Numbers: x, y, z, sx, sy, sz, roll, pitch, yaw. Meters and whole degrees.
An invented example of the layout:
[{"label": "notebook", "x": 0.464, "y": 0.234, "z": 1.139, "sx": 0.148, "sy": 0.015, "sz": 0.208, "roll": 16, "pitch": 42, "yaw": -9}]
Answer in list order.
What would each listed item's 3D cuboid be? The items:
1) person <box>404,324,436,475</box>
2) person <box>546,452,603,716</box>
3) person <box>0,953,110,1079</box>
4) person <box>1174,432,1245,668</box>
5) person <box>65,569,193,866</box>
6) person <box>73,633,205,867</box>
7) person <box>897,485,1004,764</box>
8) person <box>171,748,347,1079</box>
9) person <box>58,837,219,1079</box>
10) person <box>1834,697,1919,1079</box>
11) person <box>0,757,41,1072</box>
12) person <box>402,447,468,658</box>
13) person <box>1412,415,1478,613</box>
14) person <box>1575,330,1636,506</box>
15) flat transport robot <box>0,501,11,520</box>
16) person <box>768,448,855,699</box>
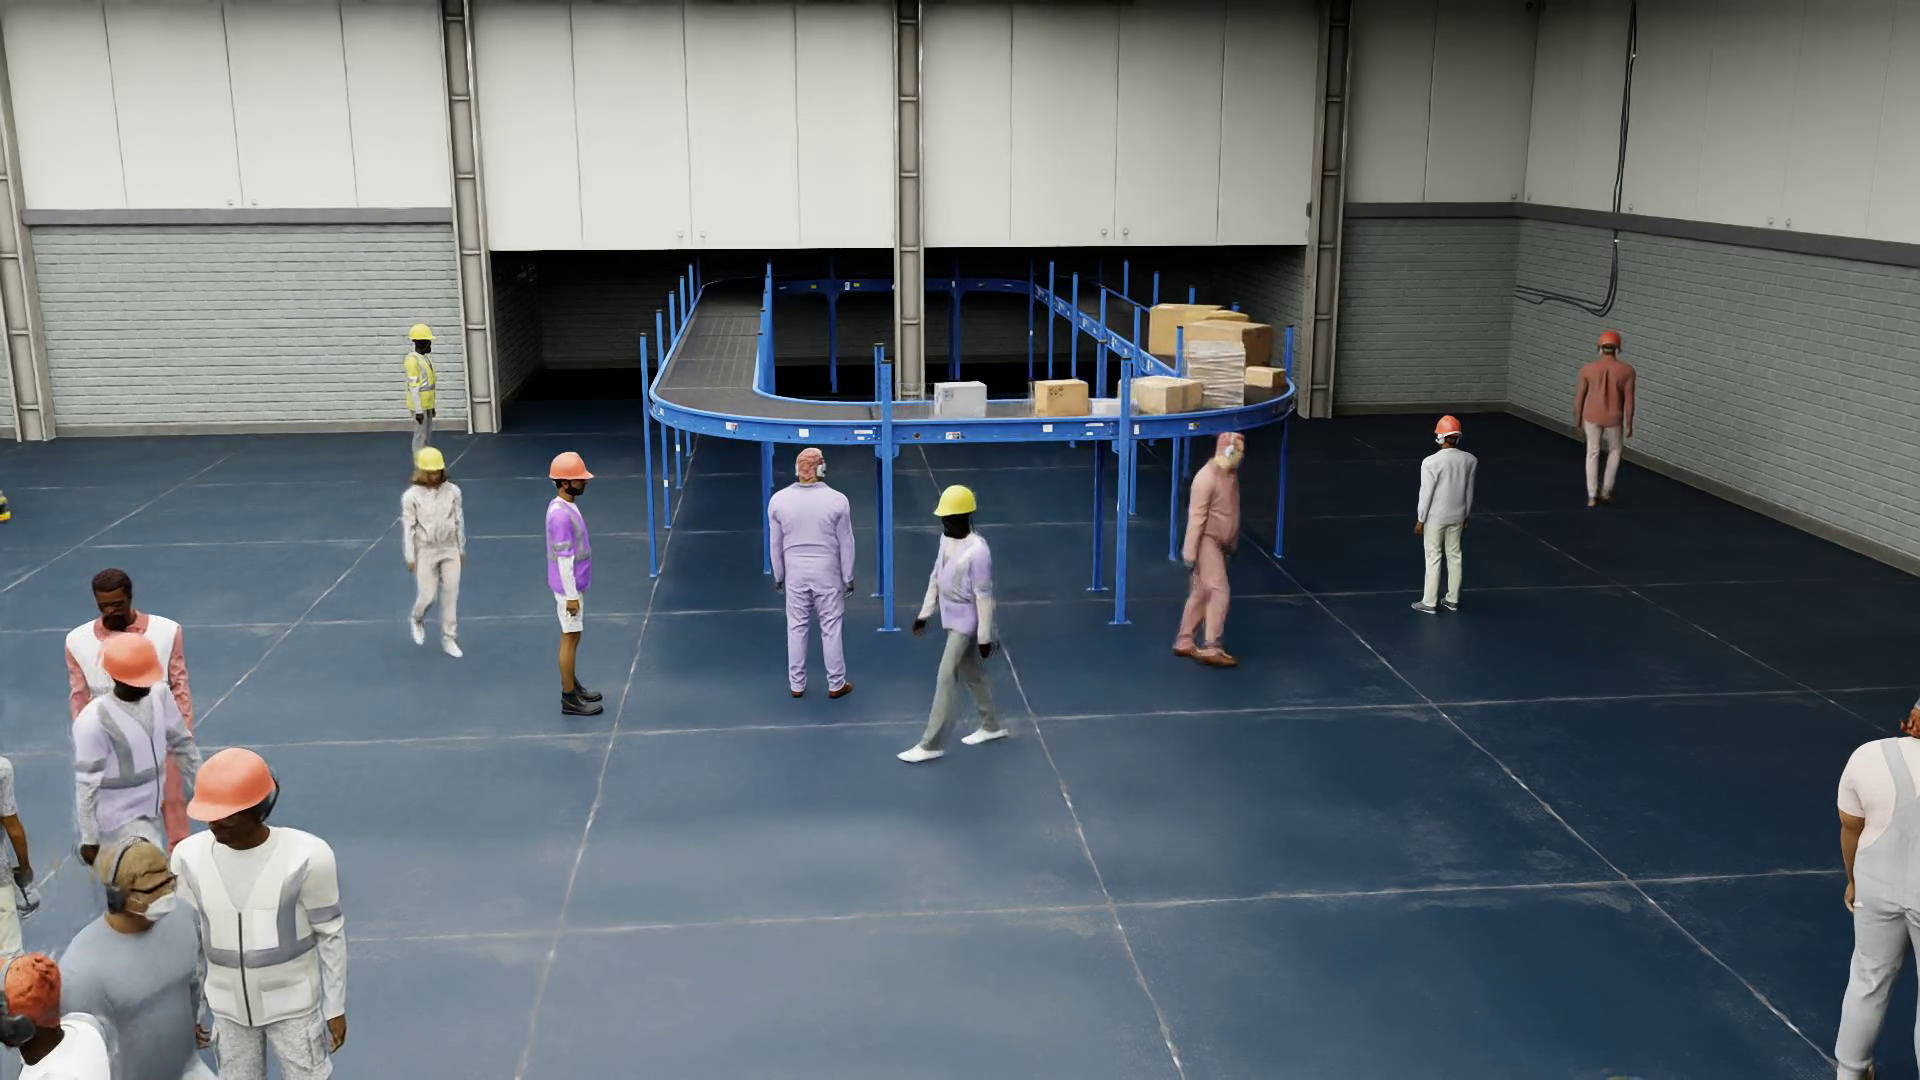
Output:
[{"label": "person", "x": -6.392, "y": -1.613, "z": 19.835, "sx": 0.375, "sy": 1.929, "sz": 0.585, "roll": 0, "pitch": 14, "yaw": -2}, {"label": "person", "x": -2.811, "y": 0.313, "z": 12.113, "sx": 0.357, "sy": 1.937, "sz": 0.551, "roll": -3, "pitch": 14, "yaw": -11}, {"label": "person", "x": -2.690, "y": 2.107, "z": 5.037, "sx": 0.353, "sy": 1.886, "sz": 0.572, "roll": -5, "pitch": 15, "yaw": -19}, {"label": "person", "x": 2.047, "y": 0.066, "z": 13.235, "sx": 0.675, "sy": 1.870, "sz": 0.677, "roll": 6, "pitch": 15, "yaw": 23}, {"label": "person", "x": -4.550, "y": 1.064, "z": 9.178, "sx": 0.599, "sy": 1.908, "sz": 0.404, "roll": -4, "pitch": 15, "yaw": -17}, {"label": "person", "x": -3.976, "y": 1.320, "z": 8.188, "sx": 0.752, "sy": 1.878, "sz": 0.665, "roll": 2, "pitch": 14, "yaw": 9}, {"label": "person", "x": -0.043, "y": 0.547, "z": 11.288, "sx": 0.858, "sy": 1.886, "sz": 0.593, "roll": -5, "pitch": 15, "yaw": -20}, {"label": "person", "x": -2.611, "y": 1.732, "z": 6.223, "sx": 0.612, "sy": 2.039, "sz": 0.392, "roll": 0, "pitch": 14, "yaw": -1}, {"label": "person", "x": -2.690, "y": 1.933, "z": 5.705, "sx": 0.890, "sy": 1.904, "sz": 0.640, "roll": 5, "pitch": 15, "yaw": 18}, {"label": "person", "x": 4.141, "y": 1.505, "z": 7.134, "sx": 0.538, "sy": 2.000, "sz": 0.684, "roll": -12, "pitch": 18, "yaw": -39}, {"label": "person", "x": -4.364, "y": 1.537, "z": 7.350, "sx": 0.518, "sy": 1.874, "sz": 0.329, "roll": -5, "pitch": 15, "yaw": -19}, {"label": "person", "x": -4.247, "y": 0.086, "z": 13.443, "sx": 0.493, "sy": 1.728, "sz": 0.471, "roll": -12, "pitch": 18, "yaw": -39}, {"label": "person", "x": 4.250, "y": -0.228, "z": 14.647, "sx": 0.573, "sy": 1.750, "sz": 0.331, "roll": -6, "pitch": 15, "yaw": -21}, {"label": "person", "x": 7.305, "y": -1.389, "z": 18.836, "sx": 0.654, "sy": 1.974, "sz": 0.631, "roll": 8, "pitch": 16, "yaw": 28}, {"label": "flat transport robot", "x": -10.949, "y": -0.410, "z": 18.386, "sx": 0.652, "sy": 0.197, "sz": 1.431, "roll": -9, "pitch": 17, "yaw": -33}, {"label": "person", "x": -1.089, "y": 0.254, "z": 12.427, "sx": 0.639, "sy": 1.902, "sz": 0.407, "roll": 2, "pitch": 14, "yaw": 8}]
